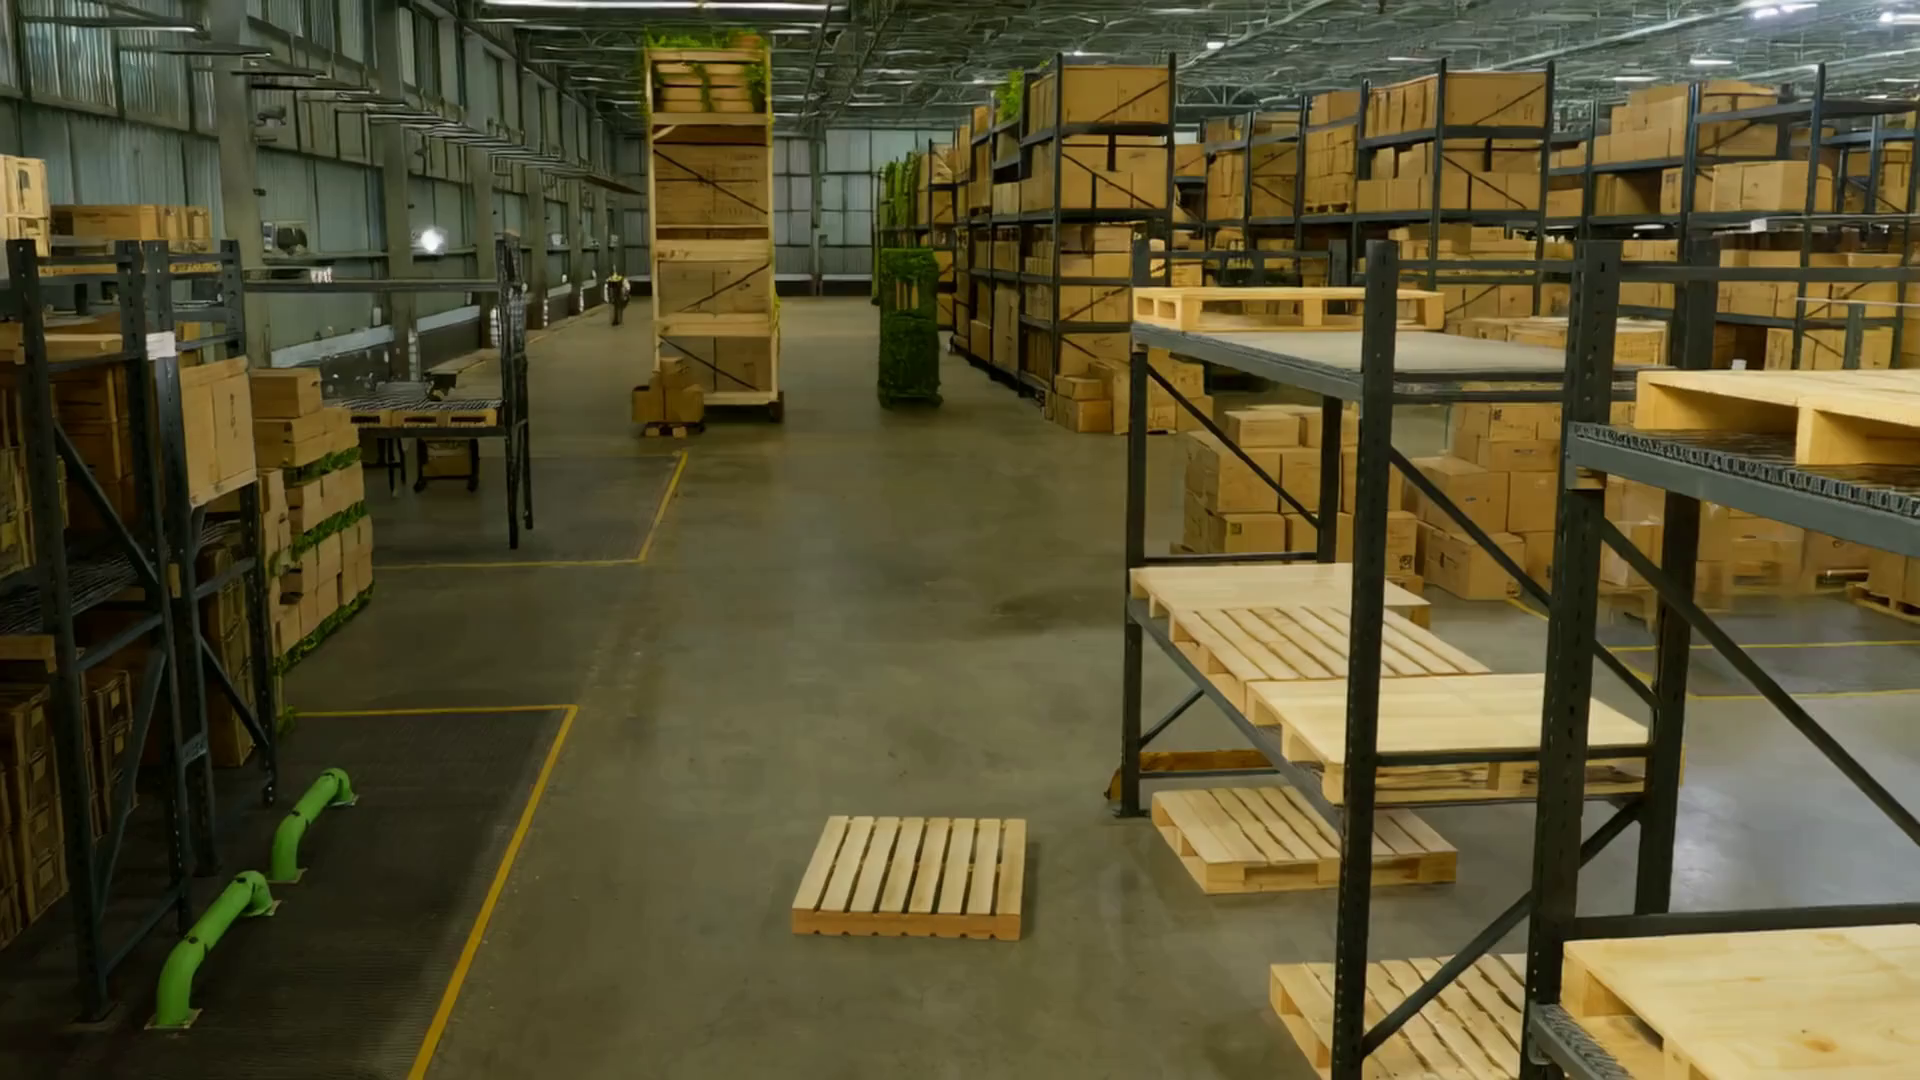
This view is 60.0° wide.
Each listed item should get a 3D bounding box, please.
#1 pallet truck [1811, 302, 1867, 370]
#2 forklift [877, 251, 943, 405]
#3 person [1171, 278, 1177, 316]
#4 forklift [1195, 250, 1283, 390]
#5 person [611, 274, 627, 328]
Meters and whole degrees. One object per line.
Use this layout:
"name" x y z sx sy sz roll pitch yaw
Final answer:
"pallet truck" 15.846 -3.142 28.793 1.885 1.965 0.823 2 10 12
"forklift" -0.972 -3.973 30.949 1.129 2.768 1.873 -1 10 -6
"person" 5.809 -6.122 45.265 0.854 2.016 0.625 -2 10 -12
"forklift" 5.730 -4.545 34.115 1.129 2.768 1.873 8 13 37
"person" -11.828 -8.250 57.464 0.697 1.868 0.413 8 13 37
